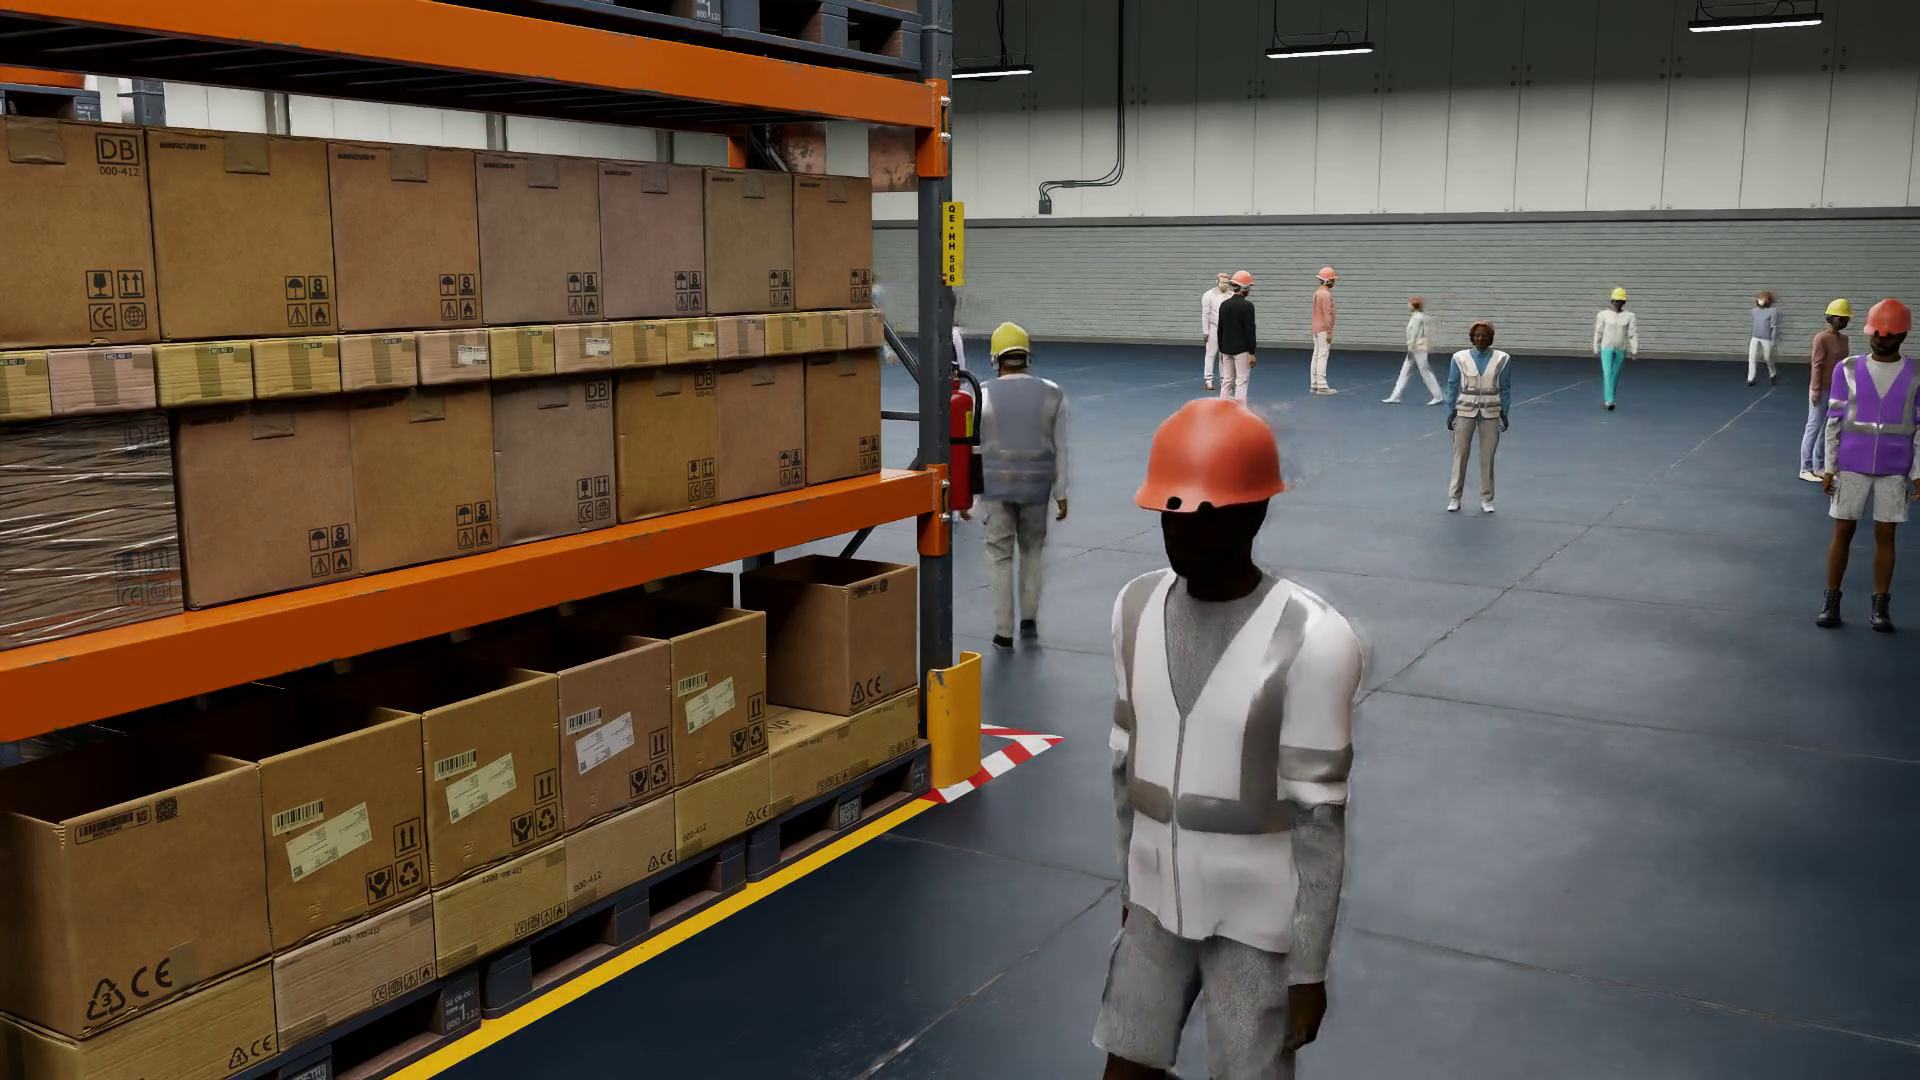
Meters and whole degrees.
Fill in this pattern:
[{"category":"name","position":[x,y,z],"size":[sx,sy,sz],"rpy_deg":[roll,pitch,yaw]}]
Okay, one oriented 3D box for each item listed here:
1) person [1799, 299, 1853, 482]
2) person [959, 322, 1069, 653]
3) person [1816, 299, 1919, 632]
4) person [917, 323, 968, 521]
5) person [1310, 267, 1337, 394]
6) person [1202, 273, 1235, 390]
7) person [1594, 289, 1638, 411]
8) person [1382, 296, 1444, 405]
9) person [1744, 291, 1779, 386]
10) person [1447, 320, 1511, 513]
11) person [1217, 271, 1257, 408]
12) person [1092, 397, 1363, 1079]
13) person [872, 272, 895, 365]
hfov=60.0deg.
[{"category":"person","position":[8.409,-1.439,16.076],"size":[0.532,1.765,0.328],"rpy_deg":[-6,12,-33]},{"category":"person","position":[0.278,-0.295,9.227],"size":[0.617,1.809,0.556],"rpy_deg":[-1,10,-7]},{"category":"person","position":[5.314,-0.427,9.665],"size":[0.542,1.930,0.374],"rpy_deg":[5,11,27]},{"category":"person","position":[-0.146,-1.076,13.537],"size":[0.458,1.901,0.627],"rpy_deg":[0,10,-2]},{"category":"person","position":[5.765,-3.309,26.342],"size":[0.378,1.996,0.611],"rpy_deg":[-1,10,-7]},{"category":"person","position":[4.257,-3.400,27.155],"size":[0.638,1.903,0.408],"rpy_deg":[-4,10,-20]},{"category":"person","position":[9.279,-2.689,23.516],"size":[0.549,1.710,0.925],"rpy_deg":[2,10,10]},{"category":"person","position":[6.713,-2.770,24.381],"size":[0.875,1.593,0.530],"rpy_deg":[1,10,8]},{"category":"person","position":[13.492,-3.381,27.905],"size":[0.756,1.603,0.507],"rpy_deg":[-7,12,-36]},{"category":"person","position":[4.406,-1.048,14.149],"size":[0.523,1.638,0.311],"rpy_deg":[2,10,14]},{"category":"person","position":[3.484,-2.360,20.794],"size":[0.389,1.990,0.625],"rpy_deg":[-6,11,-32]},{"category":"person","position":[0.508,0.684,3.175],"size":[0.543,1.925,0.511],"rpy_deg":[9,13,42]},{"category":"person","position":[-1.687,-4.340,32.659],"size":[0.890,1.910,0.638],"rpy_deg":[-6,11,-30]}]
